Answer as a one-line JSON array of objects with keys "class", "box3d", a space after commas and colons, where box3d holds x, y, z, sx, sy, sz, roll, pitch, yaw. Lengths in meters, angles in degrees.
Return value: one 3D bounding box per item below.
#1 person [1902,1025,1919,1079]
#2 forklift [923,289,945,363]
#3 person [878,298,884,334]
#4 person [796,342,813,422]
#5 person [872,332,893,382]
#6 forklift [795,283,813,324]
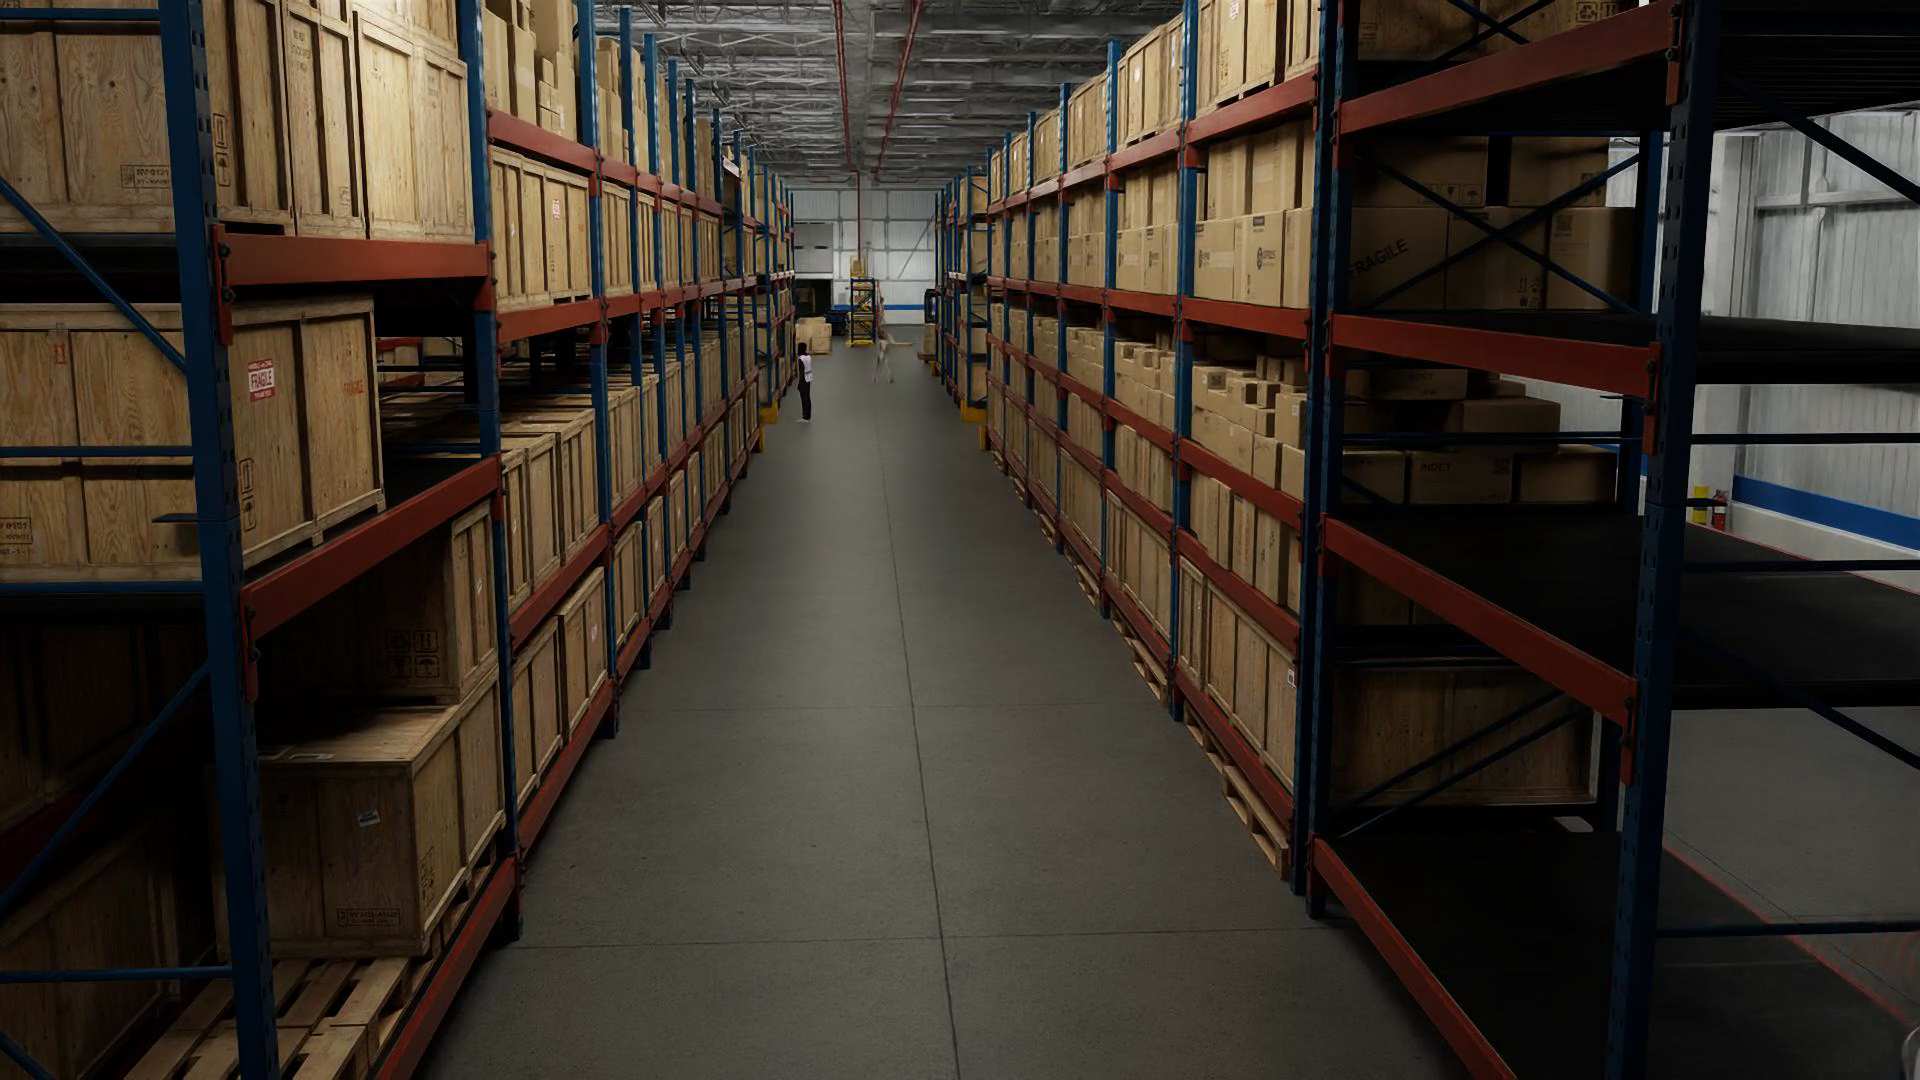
[{"class": "person", "box3d": [3.000, 2.086, 5.018, 1.022, 1.879, 0.557, -1, 10, -7]}, {"class": "forklift", "box3d": [-0.814, -8.134, 63.054, 1.129, 2.768, 1.873, -1, 10, -3]}, {"class": "person", "box3d": [-4.235, -12.040, 89.212, 0.372, 1.935, 0.627, 0, 10, -3]}, {"class": "person", "box3d": [-3.740, -3.787, 39.957, 0.391, 1.920, 0.593, 2, 10, 12]}, {"class": "person", "box3d": [-2.450, -5.831, 53.123, 0.517, 1.600, 0.842, -9, 13, -43]}, {"class": "forklift", "box3d": [-7.448, -10.808, 79.029, 1.129, 2.768, 1.873, -2, 10, -12]}]
